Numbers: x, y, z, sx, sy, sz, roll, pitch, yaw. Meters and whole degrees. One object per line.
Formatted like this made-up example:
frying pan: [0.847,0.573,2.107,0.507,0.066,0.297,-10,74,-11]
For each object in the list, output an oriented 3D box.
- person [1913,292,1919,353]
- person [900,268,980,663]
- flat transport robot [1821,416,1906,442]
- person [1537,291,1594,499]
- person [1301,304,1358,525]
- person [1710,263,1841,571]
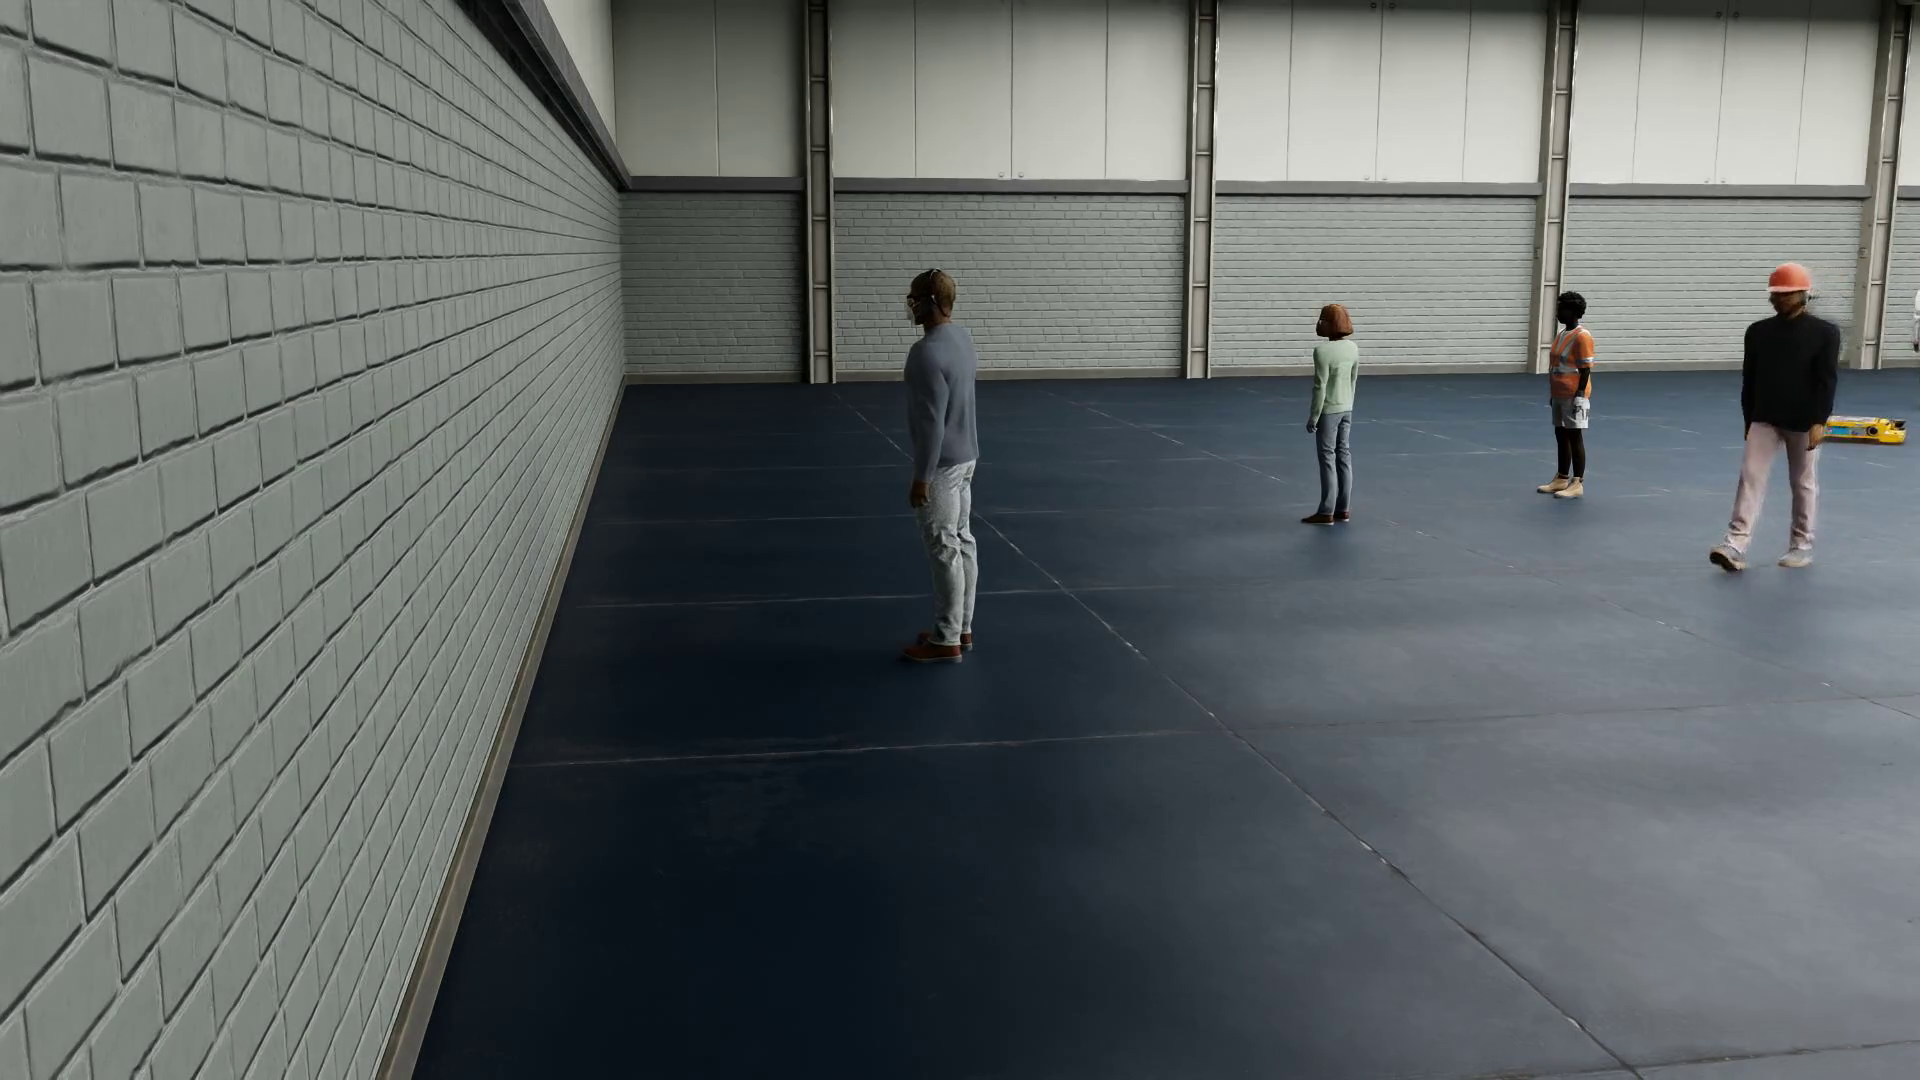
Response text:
person: [12.508,-2.604,21.291,0.557,1.888,0.992,4,11,22]
person: [-0.103,-0.358,8.196,0.379,1.940,0.629,3,10,18]
flat transport robot: [9.387,-1.222,17.967,1.431,0.197,0.652,6,11,30]
person: [4.998,-1.189,13.677,0.317,1.695,0.540,-1,10,-5]
person: [2.757,-0.929,12.356,0.500,1.636,0.280,-9,14,-43]
person: [5.155,-0.754,10.463,0.996,1.939,0.617,-9,13,-42]
